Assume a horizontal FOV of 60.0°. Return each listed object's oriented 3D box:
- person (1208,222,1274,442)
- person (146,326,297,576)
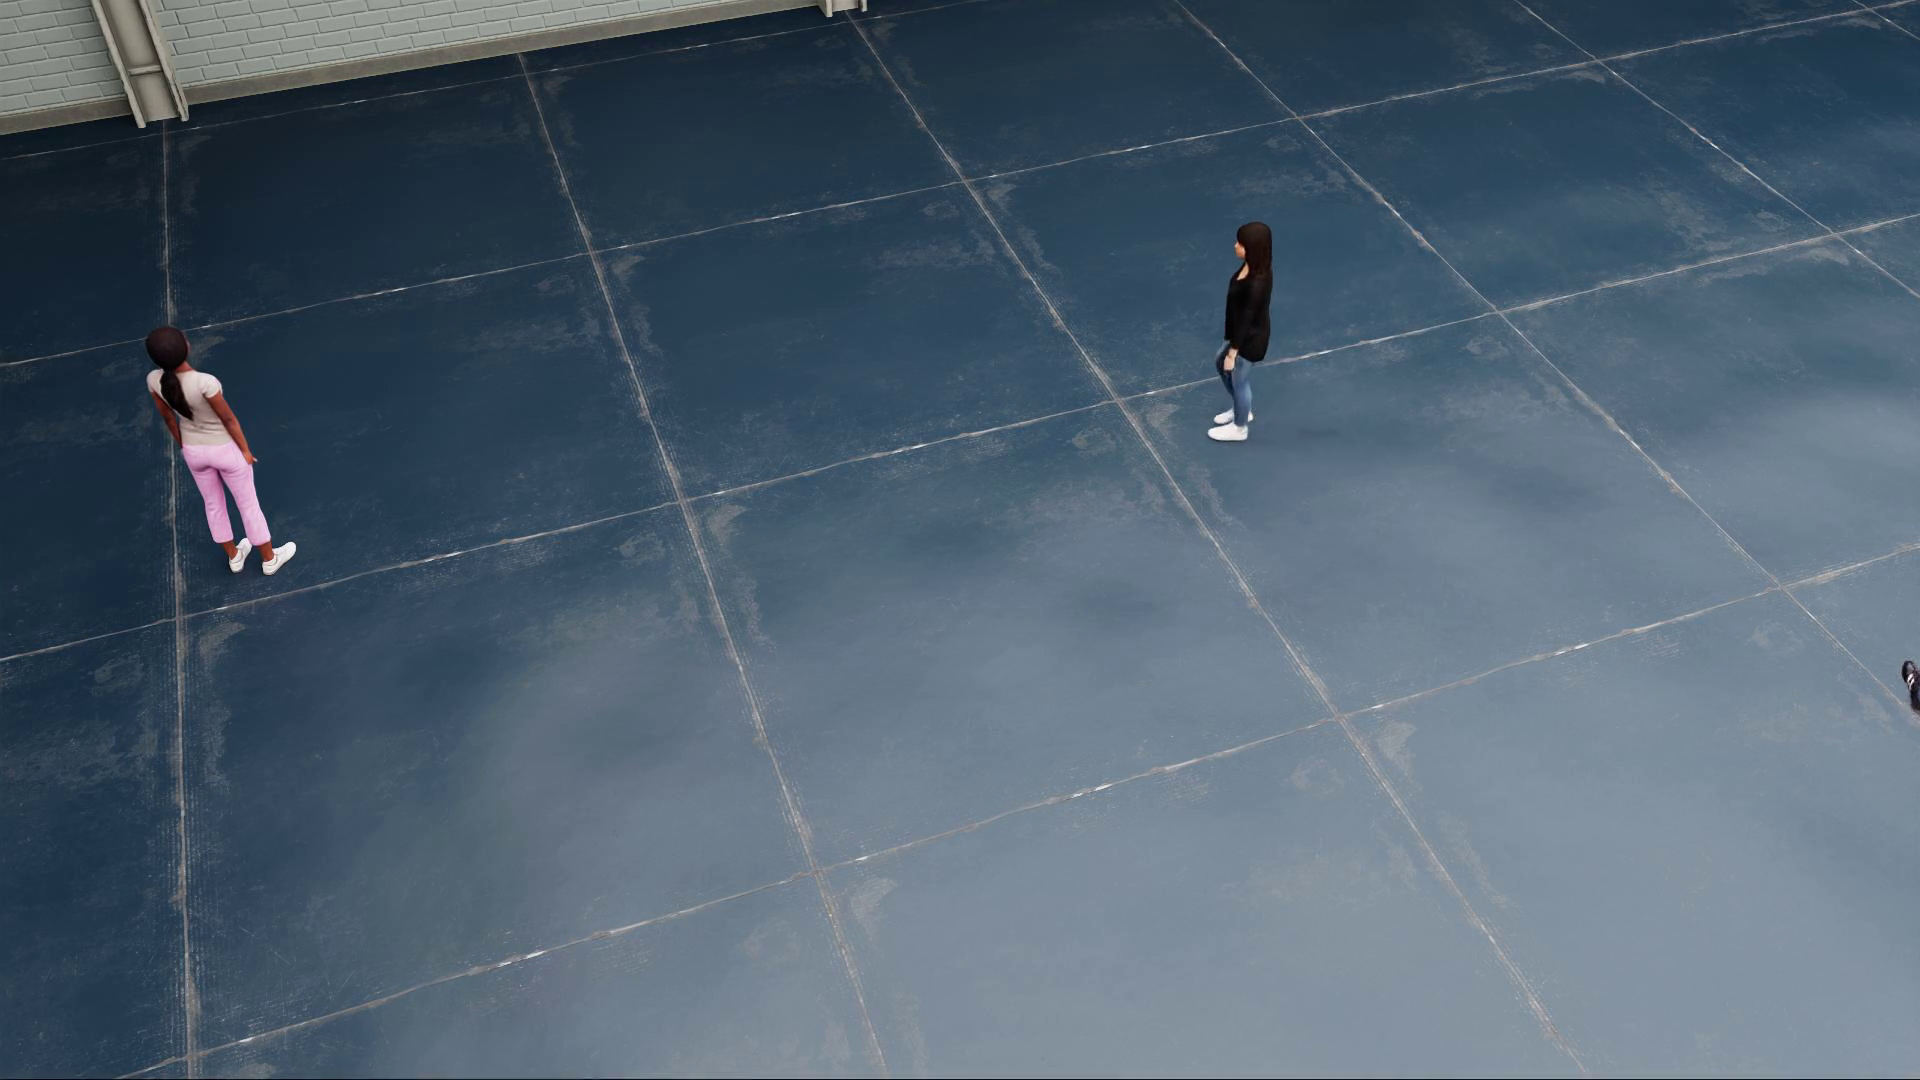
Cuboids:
[{"bbox_3d":[1.856,-1.285,10.389,0.688,1.639,0.686,5,43,5],"label":"person"},{"bbox_3d":[-4.255,-0.501,9.474,0.593,1.742,0.707,5,43,5],"label":"person"}]
